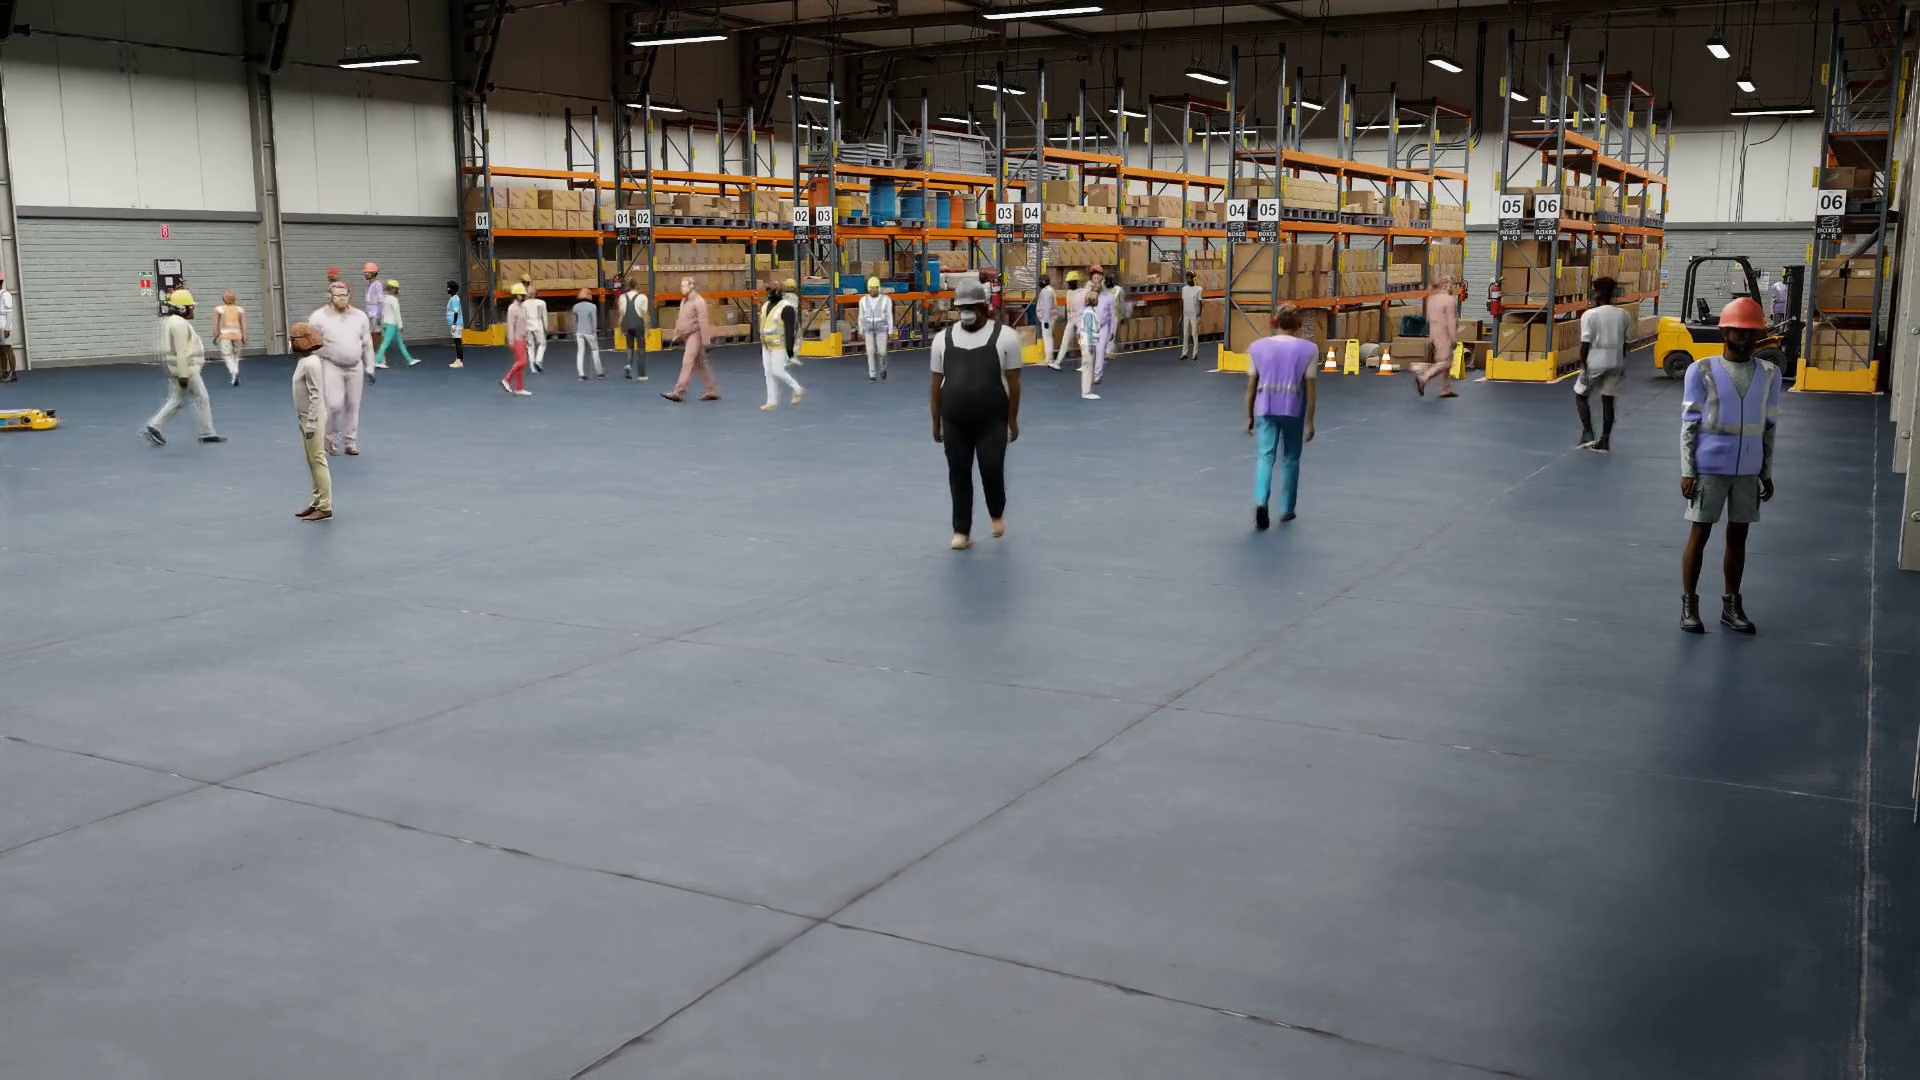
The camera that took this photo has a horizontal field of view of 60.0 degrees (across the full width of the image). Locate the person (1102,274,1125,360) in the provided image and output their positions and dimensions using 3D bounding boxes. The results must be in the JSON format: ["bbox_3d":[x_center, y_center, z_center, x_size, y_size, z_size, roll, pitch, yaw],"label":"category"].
[{"bbox_3d":[3.105,-4.684,34.975,0.624,1.791,0.965,6,11,31],"label":"person"}]

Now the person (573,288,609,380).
[{"bbox_3d":[-6.550,-3.640,29.406,0.512,1.602,0.714,4,10,21],"label":"person"}]

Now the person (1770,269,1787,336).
[{"bbox_3d":[18.304,-5.076,36.927,0.589,1.918,0.401,1,10,7],"label":"person"}]

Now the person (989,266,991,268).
[{"bbox_3d":[1.099,-7.867,53.384,0.685,1.877,0.562,5,11,29],"label":"person"}]

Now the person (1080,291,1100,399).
[{"bbox_3d":[1.989,-2.969,25.397,0.310,1.639,0.521,1,10,9],"label":"person"}]

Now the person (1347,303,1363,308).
[{"bbox_3d":[10.027,-5.981,42.375,0.596,1.858,1.020,6,12,33],"label":"person"}]

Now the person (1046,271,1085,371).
[{"bbox_3d":[2.081,-4.102,31.323,0.945,1.886,0.591,-7,12,-34],"label":"person"}]

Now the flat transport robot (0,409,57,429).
[{"bbox_3d":[-12.129,-1.498,20.785,1.431,0.197,0.652,-4,11,-23],"label":"flat transport robot"}]

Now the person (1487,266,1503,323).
[{"bbox_3d":[14.865,-6.611,45.805,0.627,1.955,0.803,1,10,5],"label":"person"}]

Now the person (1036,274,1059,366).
[{"bbox_3d":[1.739,-4.374,33.112,0.439,1.828,0.636,2,10,13],"label":"person"}]

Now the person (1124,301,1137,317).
[{"bbox_3d":[4.312,-6.119,42.967,0.632,1.940,0.372,6,11,30],"label":"person"}]

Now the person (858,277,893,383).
[{"bbox_3d":[-1.460,-3.593,28.501,0.615,1.822,0.419,1,10,6],"label":"person"}]

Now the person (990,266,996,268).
[{"bbox_3d":[0.958,-6.724,46.591,0.644,1.898,0.919,7,12,35],"label":"person"}]

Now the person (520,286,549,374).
[{"bbox_3d":[-7.884,-3.889,30.798,0.549,1.623,0.371,0,10,2],"label":"person"}]

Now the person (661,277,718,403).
[{"bbox_3d":[-4.046,-2.988,24.874,0.980,1.854,0.653,-5,11,-29],"label":"person"}]

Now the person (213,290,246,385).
[{"bbox_3d":[-12.208,-3.380,27.870,0.517,1.612,0.691,-9,13,-42],"label":"person"}]

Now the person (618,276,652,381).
[{"bbox_3d":[-5.658,-3.654,28.882,0.607,1.821,0.494,1,10,8],"label":"person"}]

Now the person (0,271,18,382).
[{"bbox_3d":[-16.605,-3.697,28.777,0.545,1.942,0.350,6,11,31],"label":"person"}]

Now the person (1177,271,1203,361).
[{"bbox_3d":[4.815,-4.675,34.729,0.520,1.865,0.328,7,12,36],"label":"person"}]

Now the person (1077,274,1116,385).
[{"bbox_3d":[2.344,-3.616,28.498,0.650,1.882,0.799,2,10,14],"label":"person"}]

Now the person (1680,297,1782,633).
[{"bbox_3d":[4.443,-0.424,9.615,0.545,1.942,0.349,0,10,2],"label":"person"}]

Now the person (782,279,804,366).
[{"bbox_3d":[-3.339,-4.318,33.050,0.497,1.726,0.469,9,13,42],"label":"person"}]

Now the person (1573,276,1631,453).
[{"bbox_3d":[7.112,-1.939,18.448,0.626,1.944,0.494,-1,10,-9],"label":"person"}]

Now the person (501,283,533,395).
[{"bbox_3d":[-6.900,-3.127,25.999,0.394,1.755,0.524,1,10,4],"label":"person"}]

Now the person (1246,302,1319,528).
[{"bbox_3d":[2.586,-1.011,13.427,0.579,1.815,0.859,4,10,20],"label":"person"}]

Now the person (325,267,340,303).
[{"bbox_3d":[-13.817,-5.110,37.086,0.963,1.945,0.620,-8,13,-40],"label":"person"}]

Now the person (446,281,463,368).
[{"bbox_3d":[-9.859,-4.204,32.459,0.318,1.697,0.536,-3,10,-18],"label":"person"}]

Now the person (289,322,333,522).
[{"bbox_3d":[-5.371,-0.973,13.729,0.285,1.633,0.500,-5,11,-29],"label":"person"}]

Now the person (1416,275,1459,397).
[{"bbox_3d":[7.360,-3.106,25.477,0.709,1.885,0.654,-1,10,-6],"label":"person"}]

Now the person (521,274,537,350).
[{"bbox_3d":[-10.078,-5.324,38.875,0.530,1.743,0.659,5,11,26],"label":"person"}]

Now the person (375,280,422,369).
[{"bbox_3d":[-10.976,-4.185,32.311,0.959,1.697,0.554,-7,12,-36],"label":"person"}]

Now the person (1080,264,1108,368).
[{"bbox_3d":[2.687,-4.339,32.327,0.783,2.002,0.783,-2,10,-12],"label":"person"}]

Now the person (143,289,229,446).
[{"bbox_3d":[-8.958,-1.972,19.088,0.848,1.801,0.597,-7,12,-34],"label":"person"}]

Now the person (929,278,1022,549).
[{"bbox_3d":[0.092,-0.944,12.367,0.696,2.000,0.560,2,10,13],"label":"person"}]

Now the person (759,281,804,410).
[{"bbox_3d":[-2.566,-2.744,23.538,0.553,1.827,0.631,-8,13,-40],"label":"person"}]

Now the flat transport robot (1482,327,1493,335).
[{"bbox_3d":[14.118,-5.799,45.966,0.652,0.197,1.431,-1,10,-9],"label":"flat transport robot"}]

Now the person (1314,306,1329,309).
[{"bbox_3d":[9.395,-6.075,43.027,0.520,1.839,0.886,9,13,42],"label":"person"}]

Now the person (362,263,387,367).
[{"bbox_3d":[-11.579,-4.443,32.844,0.377,2.045,0.605,-8,12,-38],"label":"person"}]

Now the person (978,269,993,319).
[{"bbox_3d":[0.554,-5.325,38.513,0.473,1.870,0.613,-9,13,-43],"label":"person"}]

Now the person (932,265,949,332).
[{"bbox_3d":[-0.543,-6.941,47.871,0.538,1.904,0.570,-7,12,-34],"label":"person"}]

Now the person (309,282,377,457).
[{"bbox_3d":[-6.700,-1.849,18.102,0.644,1.890,0.511,-7,12,-37],"label":"person"}]
